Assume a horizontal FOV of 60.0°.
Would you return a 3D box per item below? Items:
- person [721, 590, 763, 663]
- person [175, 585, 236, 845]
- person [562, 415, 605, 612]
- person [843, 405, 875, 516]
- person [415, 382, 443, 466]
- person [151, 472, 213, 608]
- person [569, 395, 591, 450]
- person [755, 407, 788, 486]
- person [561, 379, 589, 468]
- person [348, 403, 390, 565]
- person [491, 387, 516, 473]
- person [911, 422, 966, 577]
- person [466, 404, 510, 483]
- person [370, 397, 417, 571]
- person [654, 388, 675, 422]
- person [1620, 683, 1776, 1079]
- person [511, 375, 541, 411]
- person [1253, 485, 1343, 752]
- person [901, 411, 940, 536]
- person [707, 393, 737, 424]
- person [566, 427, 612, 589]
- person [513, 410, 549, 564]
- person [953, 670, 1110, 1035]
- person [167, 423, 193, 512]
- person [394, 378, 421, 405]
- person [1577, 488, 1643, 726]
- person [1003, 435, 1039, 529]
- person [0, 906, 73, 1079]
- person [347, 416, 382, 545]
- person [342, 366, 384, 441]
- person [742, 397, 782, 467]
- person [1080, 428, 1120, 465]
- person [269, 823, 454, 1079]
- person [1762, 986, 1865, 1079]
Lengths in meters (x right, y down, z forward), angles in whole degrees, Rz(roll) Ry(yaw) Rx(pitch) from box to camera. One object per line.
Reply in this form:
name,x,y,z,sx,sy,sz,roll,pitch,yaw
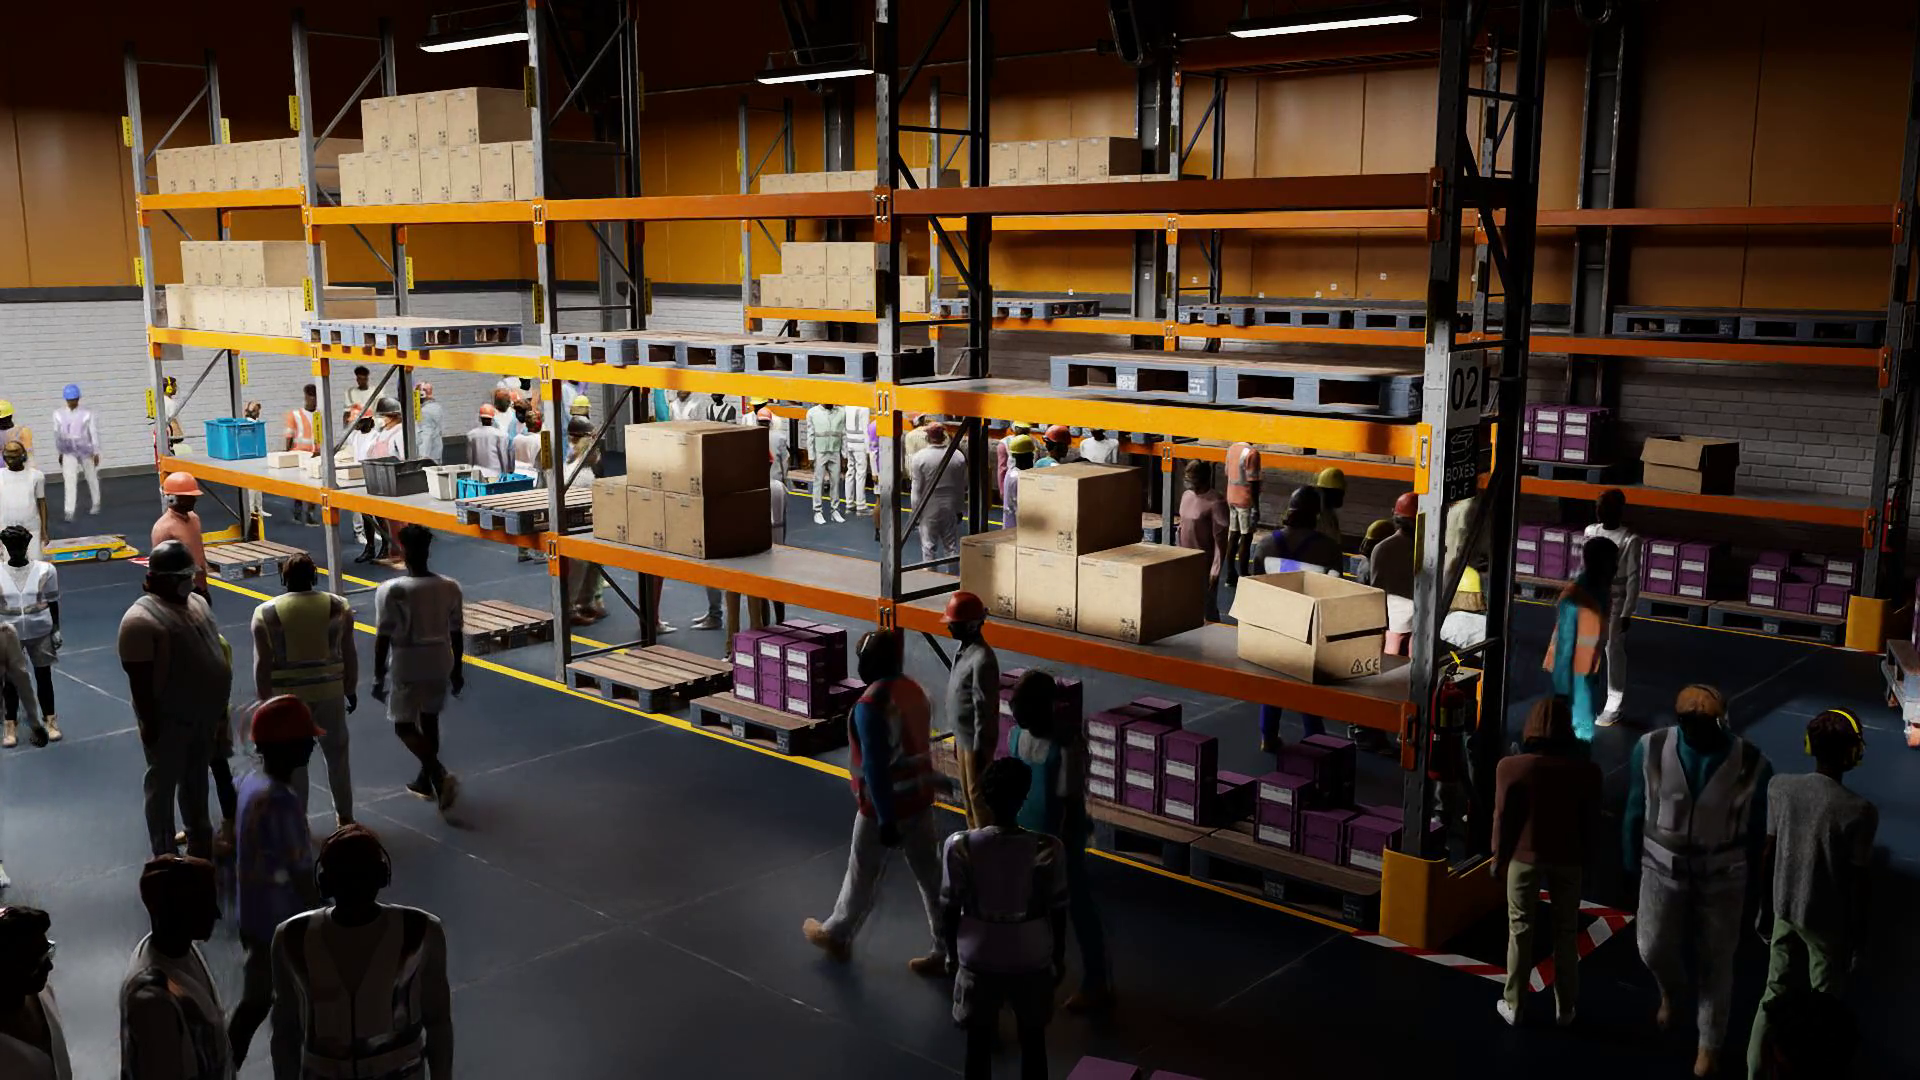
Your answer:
person,-1.966,0.320,15.025,0.502,1.636,0.280,2,10,10
person,-4.767,1.104,10.418,0.531,1.698,0.320,5,11,26
person,-3.950,-0.281,17.282,0.538,2.000,0.683,-4,11,-24
person,-1.434,-1.285,23.402,0.342,1.882,0.579,-8,13,-38
person,-7.369,-1.231,23.030,0.399,1.909,0.642,-1,10,-5
person,-6.242,0.432,13.420,0.408,1.987,0.613,0,10,1
person,-5.217,-1.127,22.940,0.319,1.737,0.486,-5,11,-25
person,-2.460,-0.804,21.055,0.573,1.747,0.337,-3,11,-19
person,-6.634,-2.208,28.492,0.589,1.928,0.385,-6,11,-29
person,-7.048,-0.667,19.787,0.545,1.930,0.389,6,12,30
person,-6.333,-1.185,22.893,0.637,1.859,0.610,7,12,35
person,-0.257,-0.324,17.908,0.645,1.905,0.400,-5,11,-27
person,-6.074,-0.885,21.505,0.573,1.751,0.330,2,10,12
person,-6.644,-0.664,19.448,0.536,2.000,0.688,-8,13,-38
person,-4.949,-2.043,27.835,0.341,1.839,0.501,-10,14,-43
person,3.390,1.535,7.626,0.698,1.824,0.479,6,12,30
person,-6.732,-1.739,25.845,0.382,1.924,0.594,9,14,42
person,2.535,0.588,12.366,0.683,2.000,0.535,6,12,31
person,-0.470,-0.891,21.745,0.583,1.691,0.883,-7,12,-36
person,-3.623,-1.521,25.300,0.537,1.690,0.323,5,11,27
person,-4.120,-0.374,18.358,0.504,1.847,0.345,8,13,39
person,-5.097,-0.627,19.829,0.562,1.836,0.393,6,12,33
person,0.391,1.489,7.992,0.508,1.787,0.972,10,14,44
person,-9.574,-0.621,20.380,0.279,1.626,0.511,3,10,17
person,-7.928,-1.415,23.955,0.605,1.948,0.391,0,10,0
person,5.102,0.523,13.175,0.353,1.884,0.577,-5,11,-25
person,0.605,-0.082,16.467,0.362,1.930,0.588,-1,10,-4
person,-2.881,1.987,5.048,0.385,1.838,0.567,-2,10,-9
person,-7.561,-0.824,21.189,0.308,1.744,0.485,4,11,21
person,-9.280,-1.739,25.880,0.613,1.909,1.015,0,10,1
person,-2.625,-1.050,21.986,0.596,1.915,0.399,5,11,25
person,1.621,-0.562,19.411,0.523,1.856,0.342,4,11,24
person,-1.997,1.866,5.583,0.584,1.884,0.349,-2,10,-10
person,2.159,2.088,4.270,0.612,1.921,1.017,2,10,12
